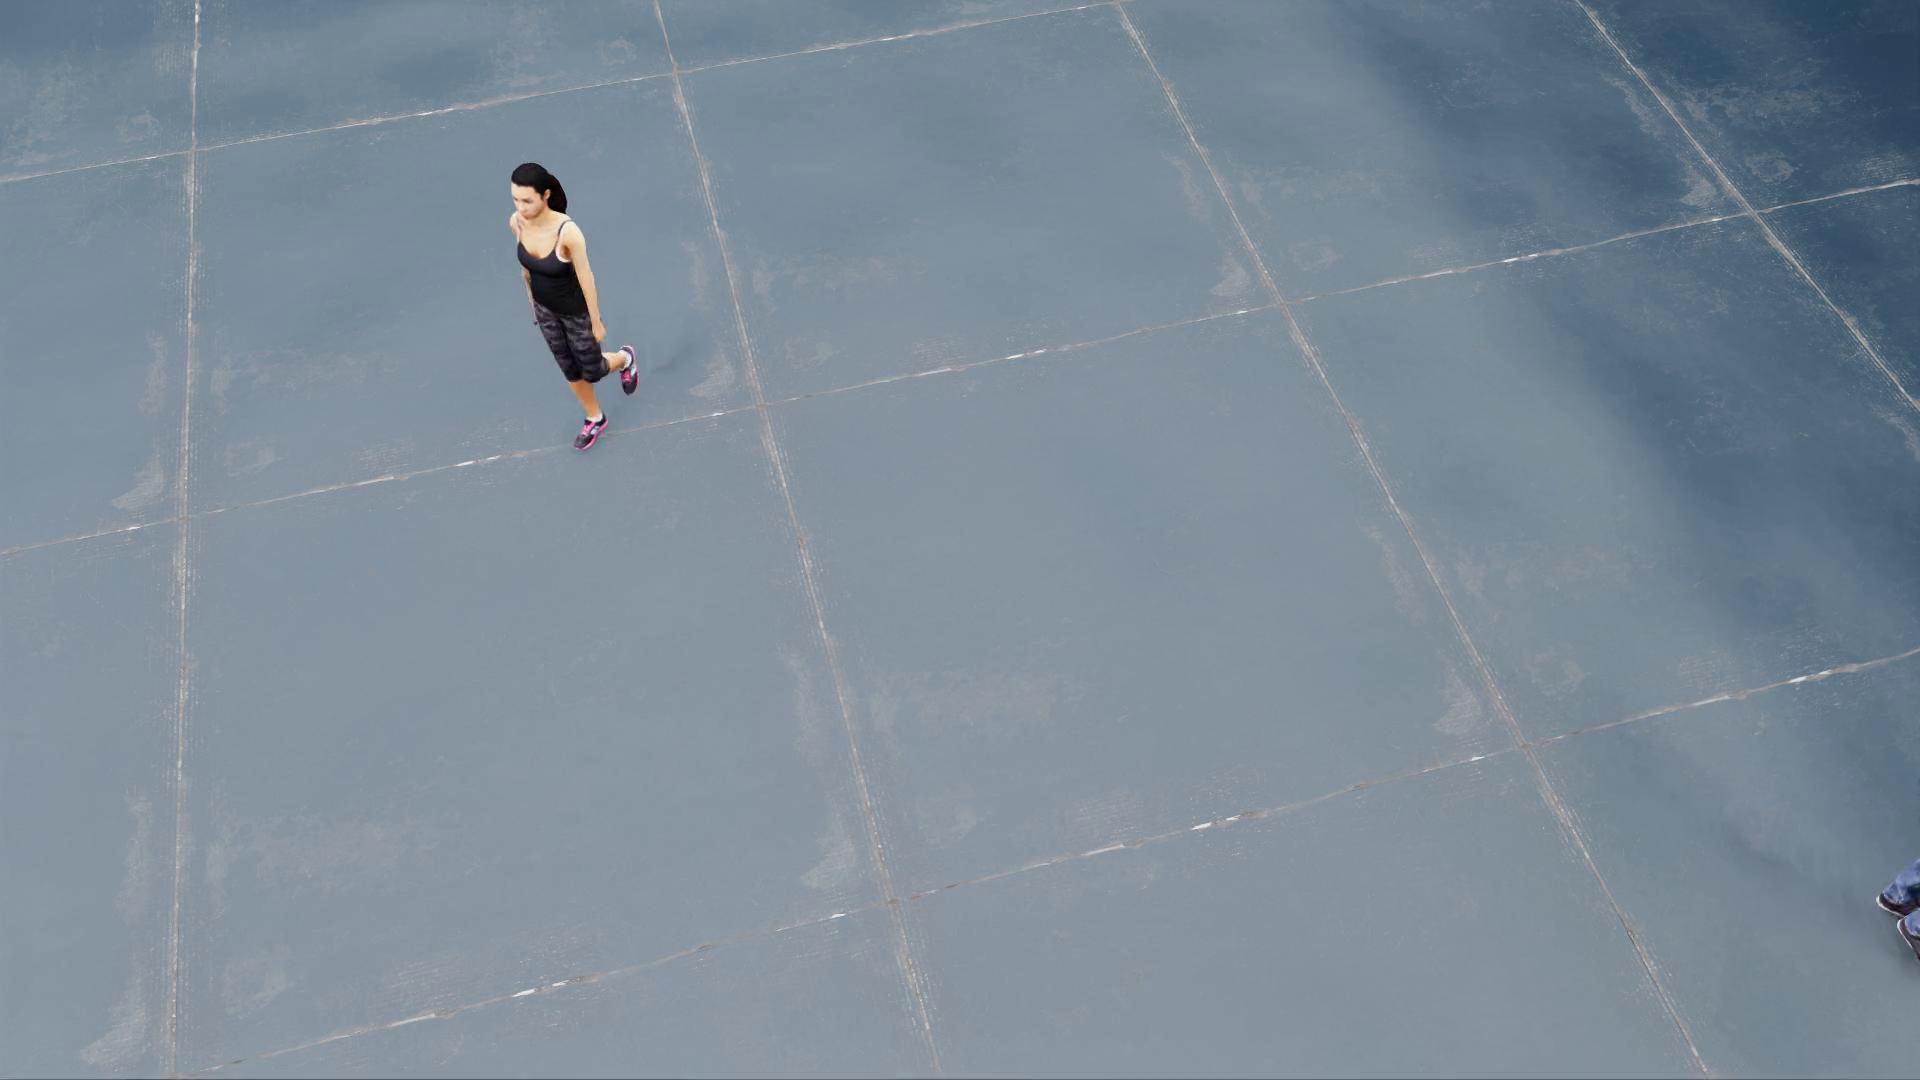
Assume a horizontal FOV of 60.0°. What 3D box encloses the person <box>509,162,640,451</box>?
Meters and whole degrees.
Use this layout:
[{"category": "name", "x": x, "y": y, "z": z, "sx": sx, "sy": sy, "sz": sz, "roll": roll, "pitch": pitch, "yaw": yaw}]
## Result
[{"category": "person", "x": -1.890, "y": -1.193, "z": 8.237, "sx": 0.837, "sy": 1.716, "sz": 0.914, "roll": 21, "pitch": 55, "yaw": 15}]
